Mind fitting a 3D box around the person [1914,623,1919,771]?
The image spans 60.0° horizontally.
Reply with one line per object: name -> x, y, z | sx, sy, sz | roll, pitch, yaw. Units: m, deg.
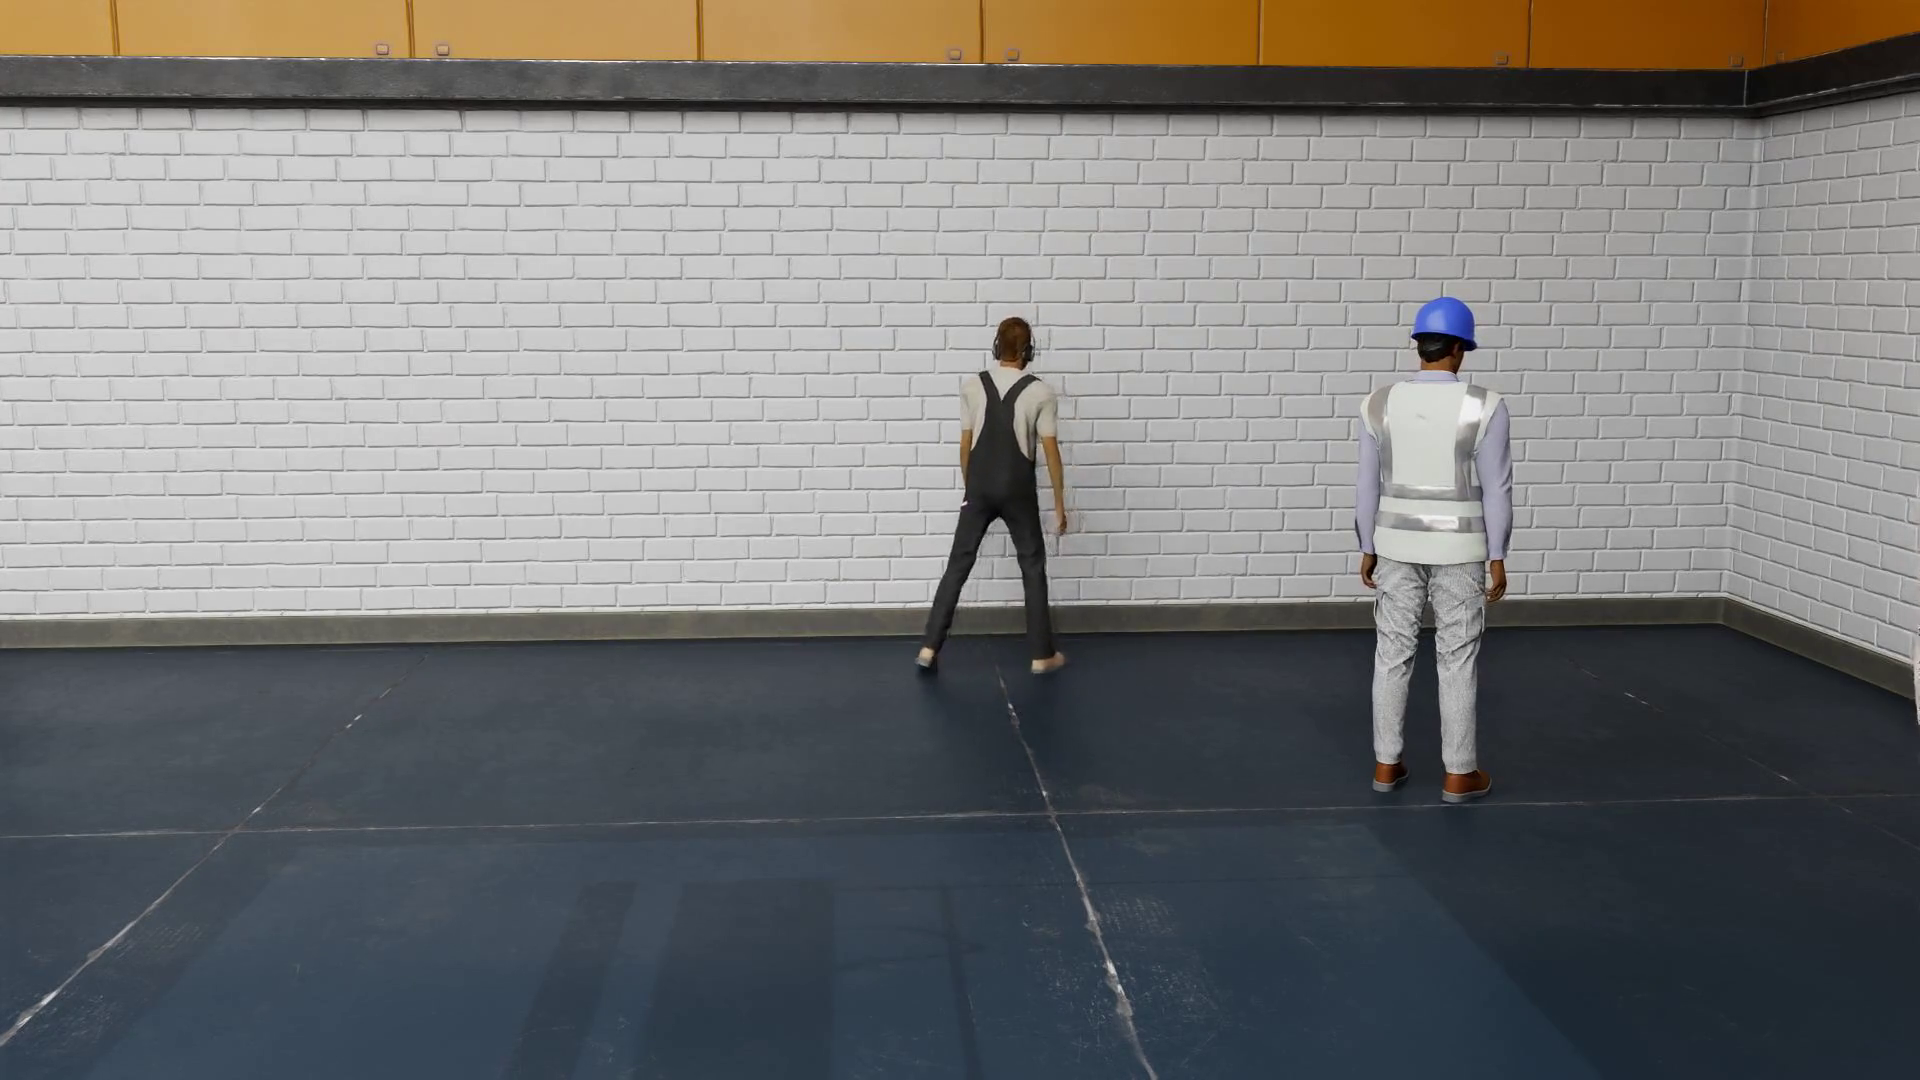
person -> 2.513, 0.493, 3.742 | 0.666, 1.880, 0.711 | 5, 11, 30

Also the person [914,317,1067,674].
person -> 0.168, -0.206, 8.407 | 0.755, 1.810, 0.530 | 2, 9, 14

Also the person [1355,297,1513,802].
person -> 1.827, 0.040, 6.431 | 0.604, 1.937, 0.402 | 6, 11, 33
